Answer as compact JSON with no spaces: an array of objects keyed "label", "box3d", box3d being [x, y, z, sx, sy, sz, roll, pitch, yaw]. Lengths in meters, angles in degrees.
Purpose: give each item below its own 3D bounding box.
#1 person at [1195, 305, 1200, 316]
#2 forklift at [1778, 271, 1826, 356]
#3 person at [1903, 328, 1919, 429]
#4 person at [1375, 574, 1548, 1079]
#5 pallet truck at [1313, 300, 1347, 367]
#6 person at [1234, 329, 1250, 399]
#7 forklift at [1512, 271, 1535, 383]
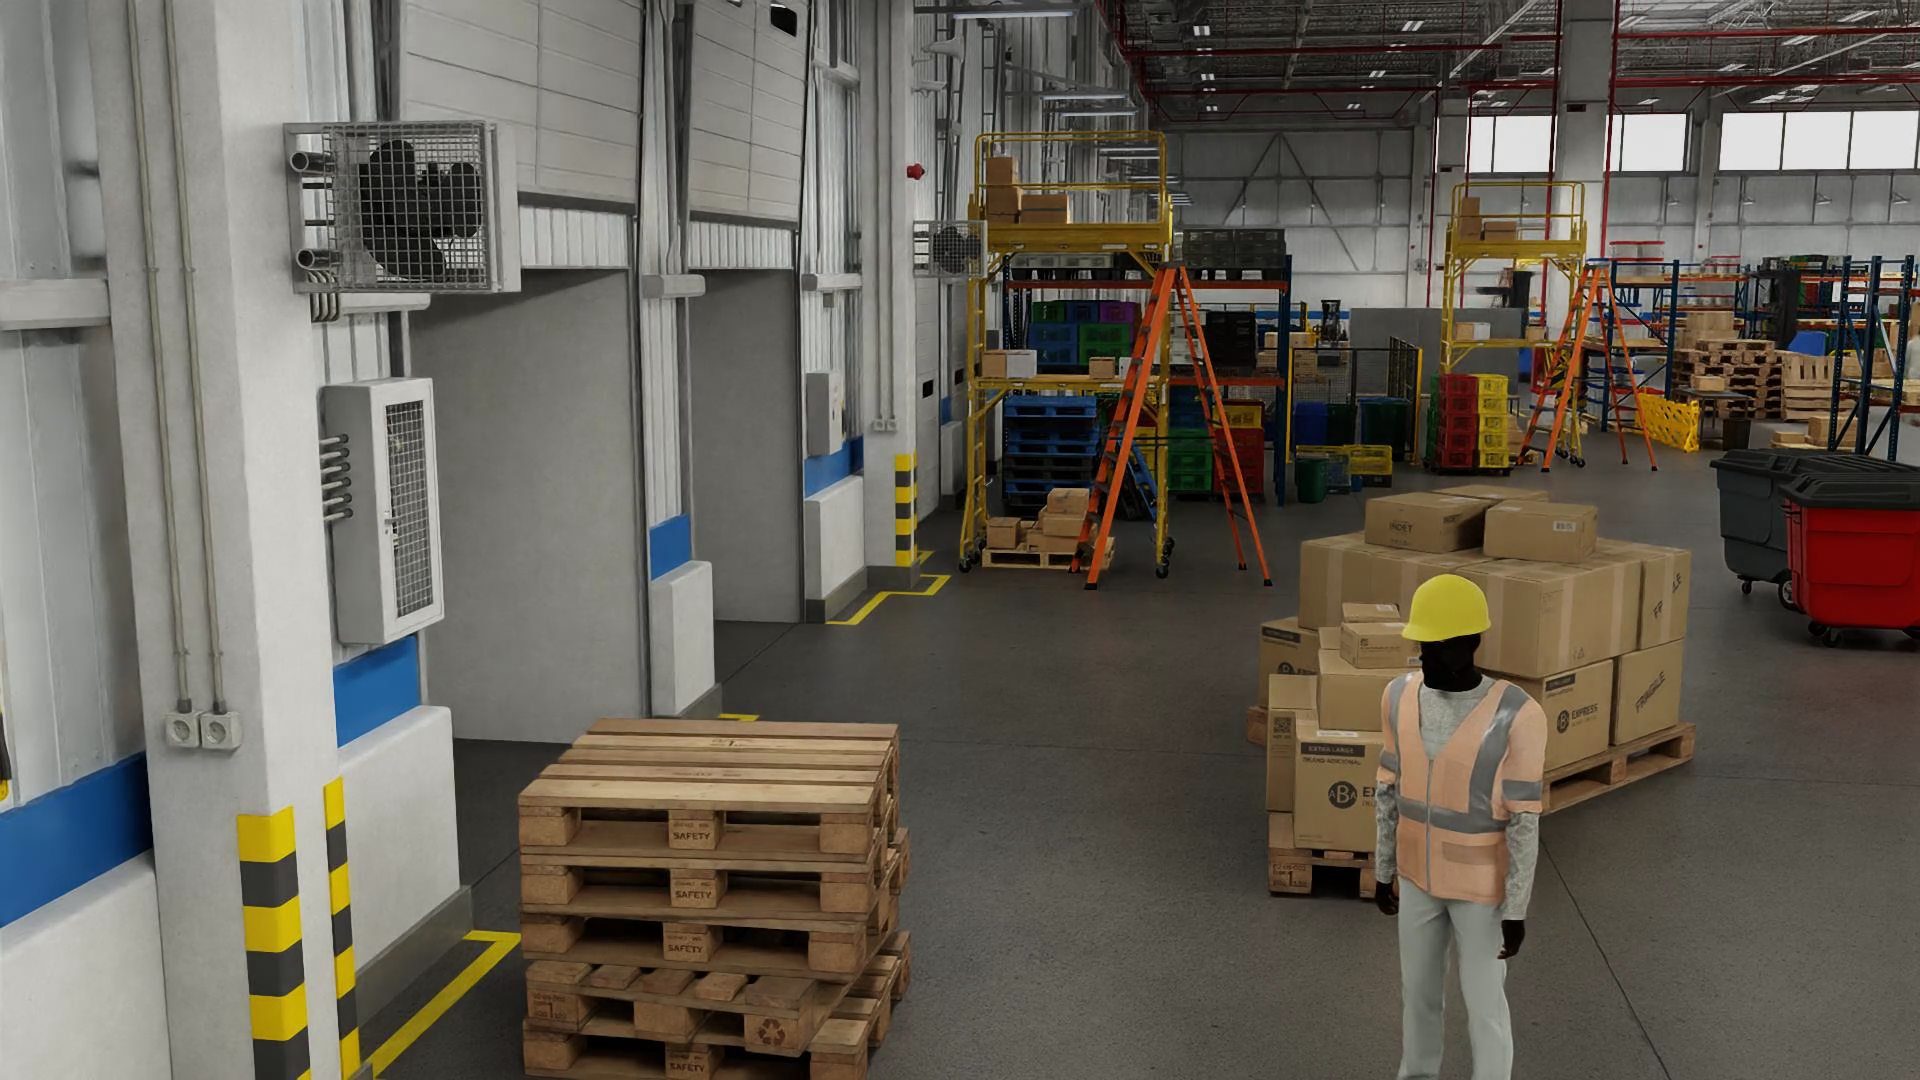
[{"label":"person","box3d":[6.261,-5.300,44.400,0.392,1.928,0.543,8,12,39]},{"label":"forklift","box3d":[23.922,-6.368,48.042,1.873,2.768,1.129,1,9,9]},{"label":"person","box3d":[17.496,-2.988,30.251,0.645,1.896,1.005,2,9,14]},{"label":"person","box3d":[1.537,1.053,5.240,0.393,1.921,0.586,-8,12,-39]},{"label":"pallet truck","box3d":[11.159,-6.200,49.718,0.823,1.965,1.885,4,10,26]},{"label":"person","box3d":[5.922,-3.584,34.720,0.311,1.632,0.520,-8,12,-42]},{"label":"forklift","box3d":[13.973,-5.308,41.502,1.873,2.768,1.129,1,9,9]}]
